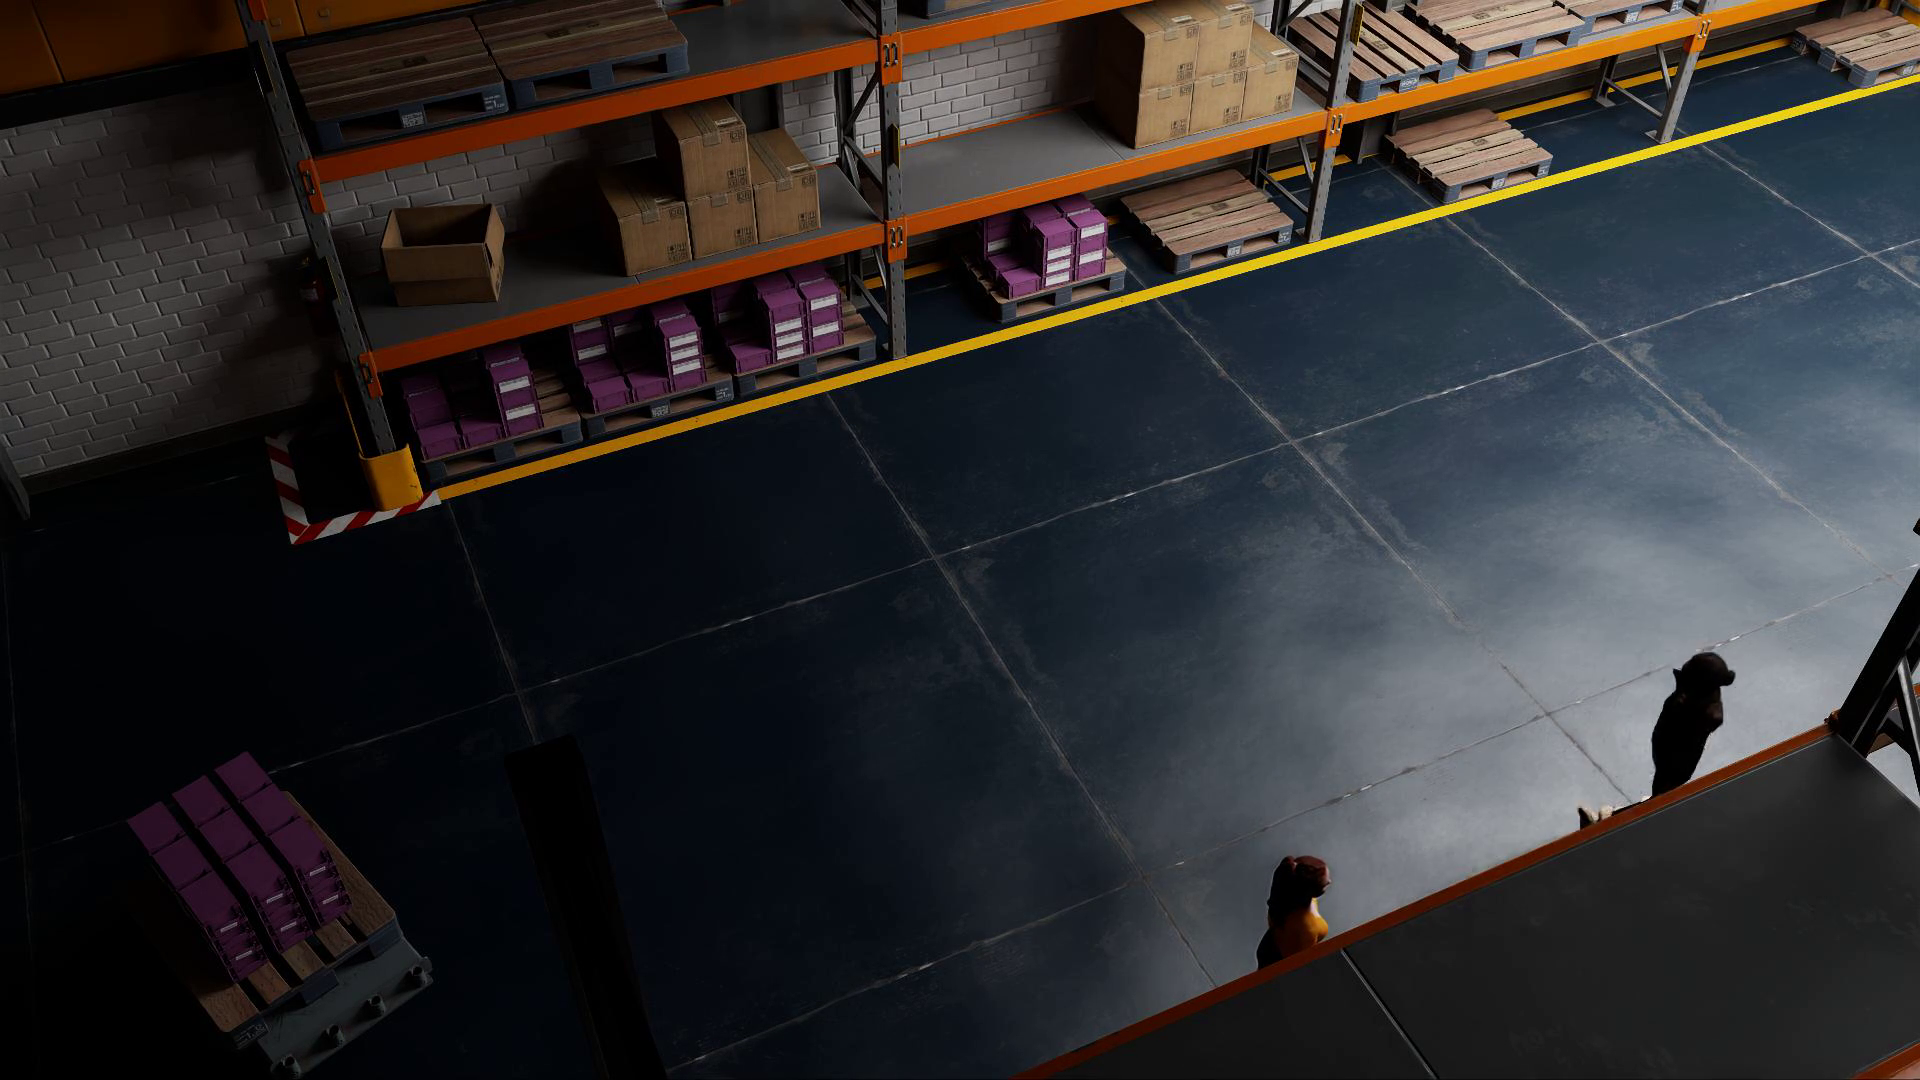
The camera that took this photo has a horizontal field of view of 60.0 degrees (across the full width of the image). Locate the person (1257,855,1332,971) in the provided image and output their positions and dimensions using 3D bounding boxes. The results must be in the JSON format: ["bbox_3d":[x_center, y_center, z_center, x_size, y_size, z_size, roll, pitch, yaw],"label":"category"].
[{"bbox_3d":[1.640,2.151,8.417,0.594,1.749,0.630,-10,44,-10],"label":"person"}]

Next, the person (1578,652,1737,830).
[{"bbox_3d":[3.947,1.197,9.490,0.976,1.651,0.865,-1,44,-1],"label":"person"}]
